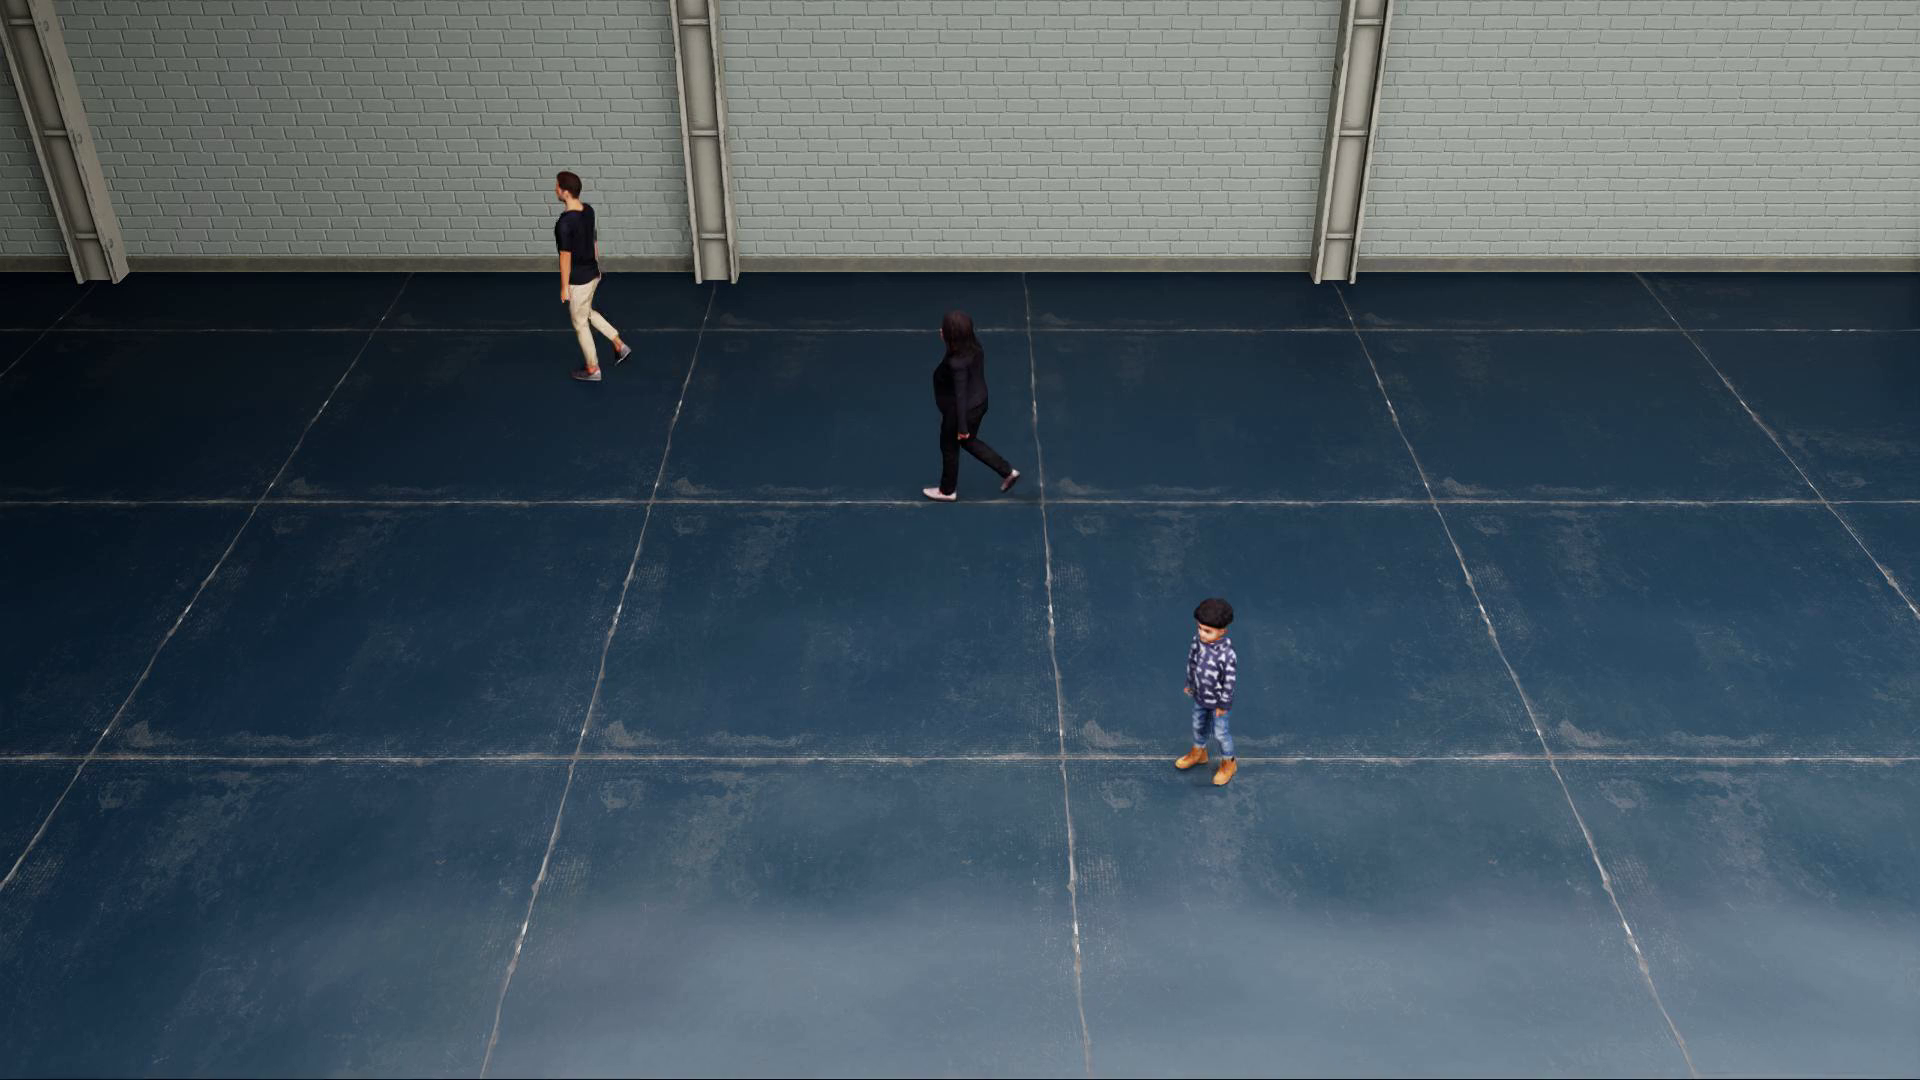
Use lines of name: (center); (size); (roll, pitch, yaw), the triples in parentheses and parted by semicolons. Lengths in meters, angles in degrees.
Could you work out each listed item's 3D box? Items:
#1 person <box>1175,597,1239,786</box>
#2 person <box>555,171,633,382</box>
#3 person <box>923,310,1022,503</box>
person: (1.494, 0.873, 9.800); (0.672, 1.249, 0.627); (-22, 39, -30)
person: (-3.089, -2.181, 13.949); (0.840, 1.845, 0.745); (7, 34, 11)
person: (0.119, -0.952, 12.295); (1.042, 1.588, 0.795); (6, 34, 10)
